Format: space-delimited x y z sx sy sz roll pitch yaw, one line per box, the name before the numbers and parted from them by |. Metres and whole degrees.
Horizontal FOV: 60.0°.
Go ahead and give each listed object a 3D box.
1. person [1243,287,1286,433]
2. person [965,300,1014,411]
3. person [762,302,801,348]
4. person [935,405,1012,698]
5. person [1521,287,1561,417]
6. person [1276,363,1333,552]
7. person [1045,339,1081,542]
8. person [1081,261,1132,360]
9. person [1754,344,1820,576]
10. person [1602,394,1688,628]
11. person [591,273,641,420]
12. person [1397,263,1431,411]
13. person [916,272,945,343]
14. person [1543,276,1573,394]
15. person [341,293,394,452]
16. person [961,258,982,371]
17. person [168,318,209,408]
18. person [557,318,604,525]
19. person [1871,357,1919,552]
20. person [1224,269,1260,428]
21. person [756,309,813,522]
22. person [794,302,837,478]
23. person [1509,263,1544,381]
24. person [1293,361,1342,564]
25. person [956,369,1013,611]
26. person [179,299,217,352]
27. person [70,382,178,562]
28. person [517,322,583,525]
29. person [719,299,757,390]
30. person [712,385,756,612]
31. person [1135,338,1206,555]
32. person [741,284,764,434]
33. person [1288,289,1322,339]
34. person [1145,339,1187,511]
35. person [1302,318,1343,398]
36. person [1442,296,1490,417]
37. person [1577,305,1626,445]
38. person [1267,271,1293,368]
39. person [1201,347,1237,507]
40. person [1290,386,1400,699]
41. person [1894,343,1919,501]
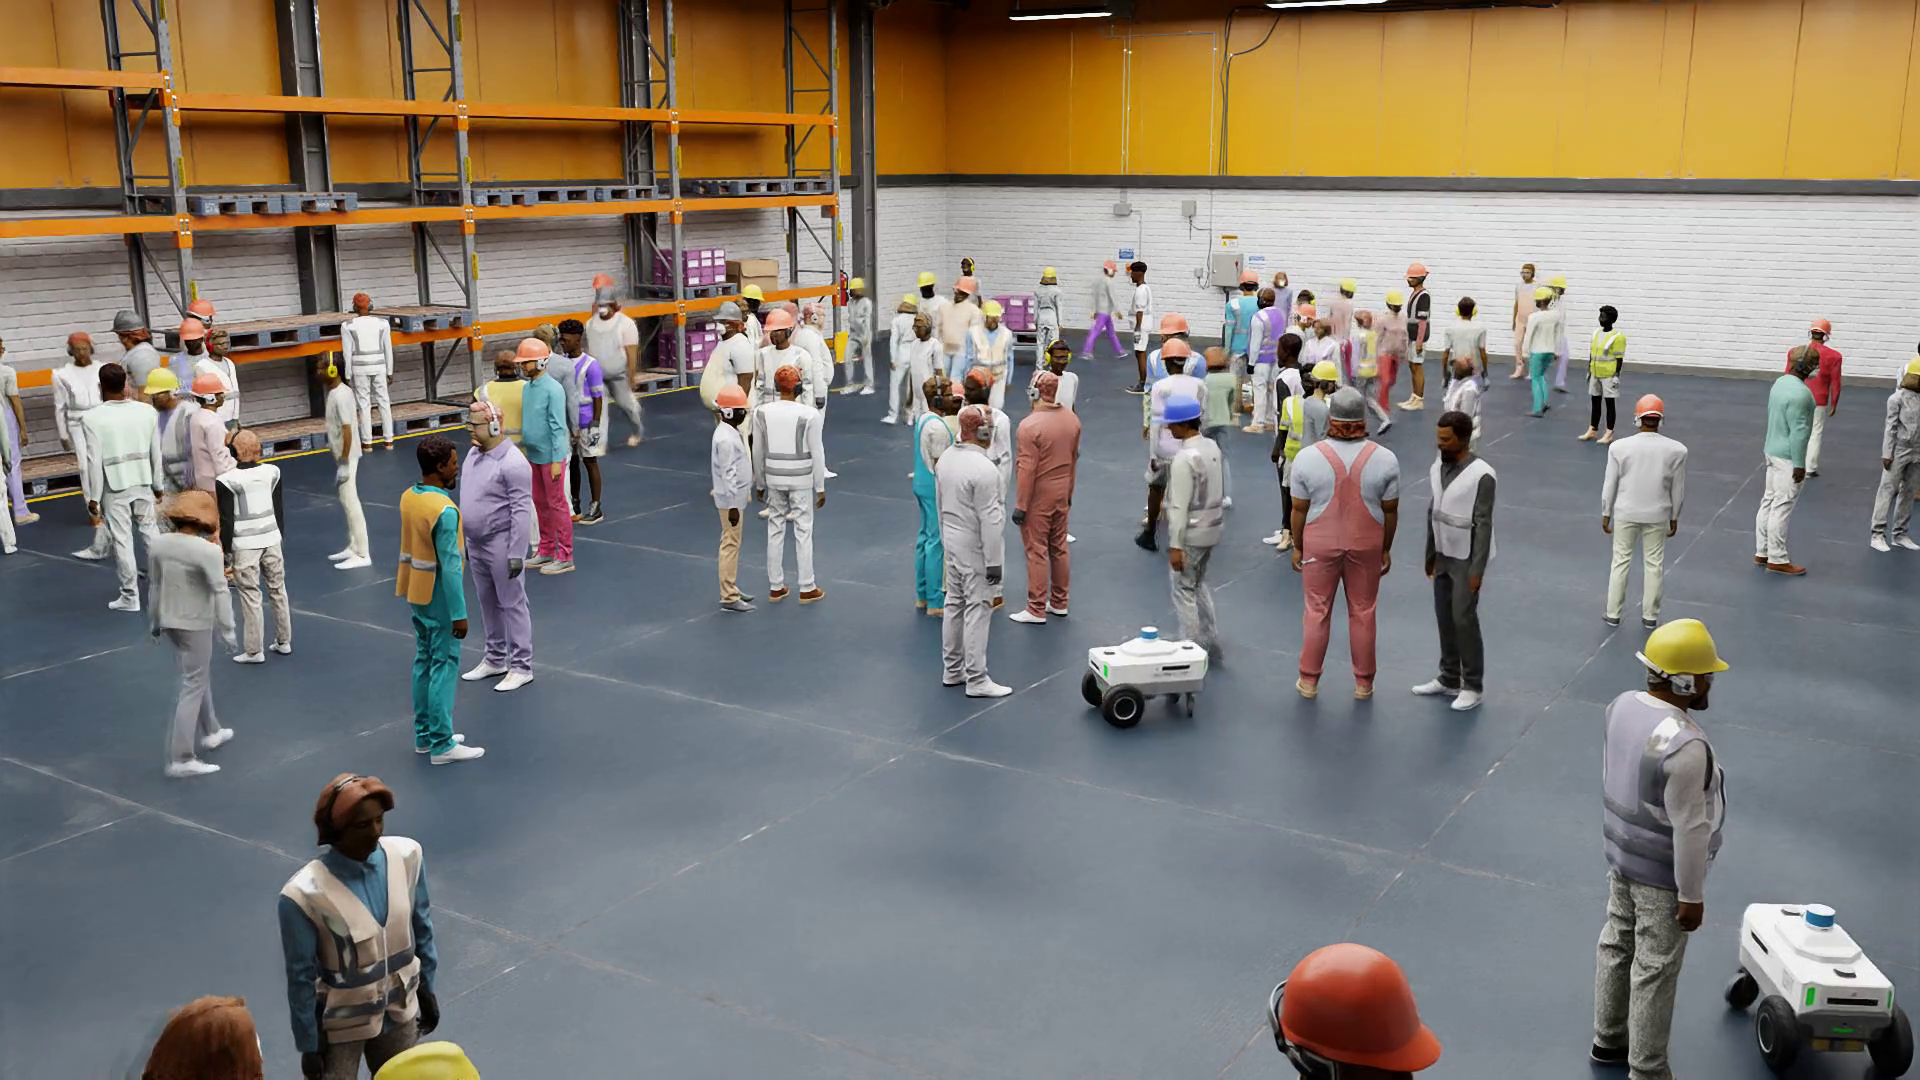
person | 3.851 -2.278 21.127 0.429 1.844 0.625 12 18 42
person | 0.346 -1.955 19.781 0.601 1.816 0.545 -2 13 -8
person | -1.920 -1.752 18.826 0.665 1.861 0.943 2 13 10
person | 0.103 0.068 10.813 0.400 1.905 0.645 -7 15 -28
person | 7.810 -2.529 22.411 0.544 1.749 0.392 -6 14 -23
person | 3.057 -0.716 14.662 0.531 1.698 0.320 6 14 24
person | 0.862 -0.883 15.024 0.530 1.864 0.313 -8 15 -31
person | 2.535 -3.973 28.810 0.956 1.691 0.583 -3 13 -11
person | 6.962 -0.678 13.985 0.370 1.934 0.627 2 13 9
person | 5.067 -0.213 12.376 0.566 1.744 0.350 4 13 15
person | -4.637 -2.532 21.951 0.627 1.990 0.702 11 17 39
person | 6.268 -2.794 22.945 0.408 2.037 0.610 1 13 3
person | -0.392 -2.757 23.061 0.470 1.900 0.622 -11 17 -41
person | 8.818 -3.011 24.501 0.554 1.742 0.646 -9 16 -33
person | -7.037 -1.993 19.793 0.575 1.886 0.362 -8 15 -31
person | 0.135 -3.644 27.002 0.328 1.865 0.520 -13 18 -43
person | -7.460 -1.215 16.326 0.545 1.928 0.382 -1 13 -5
person | -3.656 -1.132 15.880 0.607 1.966 0.367 8 15 31
person | 8.419 -0.760 14.756 0.492 1.742 0.324 -3 13 -12
person | 3.701 -2.467 21.503 0.607 2.044 0.379 -1 13 -6
person | -1.708 -1.191 15.965 0.615 2.042 0.375 7 15 28
person | -1.582 -1.642 18.213 0.408 1.913 0.638 -4 14 -18
person | 8.890 -3.424 26.107 0.358 1.834 0.519 -11 17 -41
person | 3.073 -0.660 14.288 0.340 1.760 0.525 -1 13 -3
person | 0.159 -0.380 12.802 0.362 1.882 0.576 -10 17 -38
person | -8.034 -1.571 17.756 0.605 1.986 0.401 9 16 34
person | -7.296 -0.620 14.490 0.923 1.582 0.518 -9 16 -35
person | -3.880 -1.084 15.734 0.638 1.936 0.356 4 13 15
person | -2.561 -1.892 19.442 0.335 1.843 0.513 12 18 42
person | -1.742 -0.327 12.854 0.333 1.749 0.574 -2 13 -7
person | 1.846 -0.821 14.655 0.561 1.906 0.810 -5 14 -20
person | -2.578 -2.193 20.568 0.366 1.926 0.587 -5 14 -21
person | 4.218 -2.147 20.493 0.514 1.872 0.328 9 16 34
person | 2.086 -1.185 16.335 0.510 1.865 0.328 9 16 34
person | 4.320 -1.863 19.868 0.878 1.591 0.530 -8 15 -33
person | 5.973 -1.946 19.651 0.580 1.854 0.607 9 16 34
person | 7.865 -2.016 20.304 0.322 1.697 0.534 -5 14 -21
person | 5.299 -3.708 27.839 0.492 1.603 0.774 0 13 -1
person | 2.545 -1.144 16.719 0.505 1.605 0.726 -3 13 -14
person | 2.457 0.016 10.738 0.683 2.000 0.538 2 13 7
person | 9.753 -1.233 16.937 0.319 1.686 0.539 -5 14 -21
